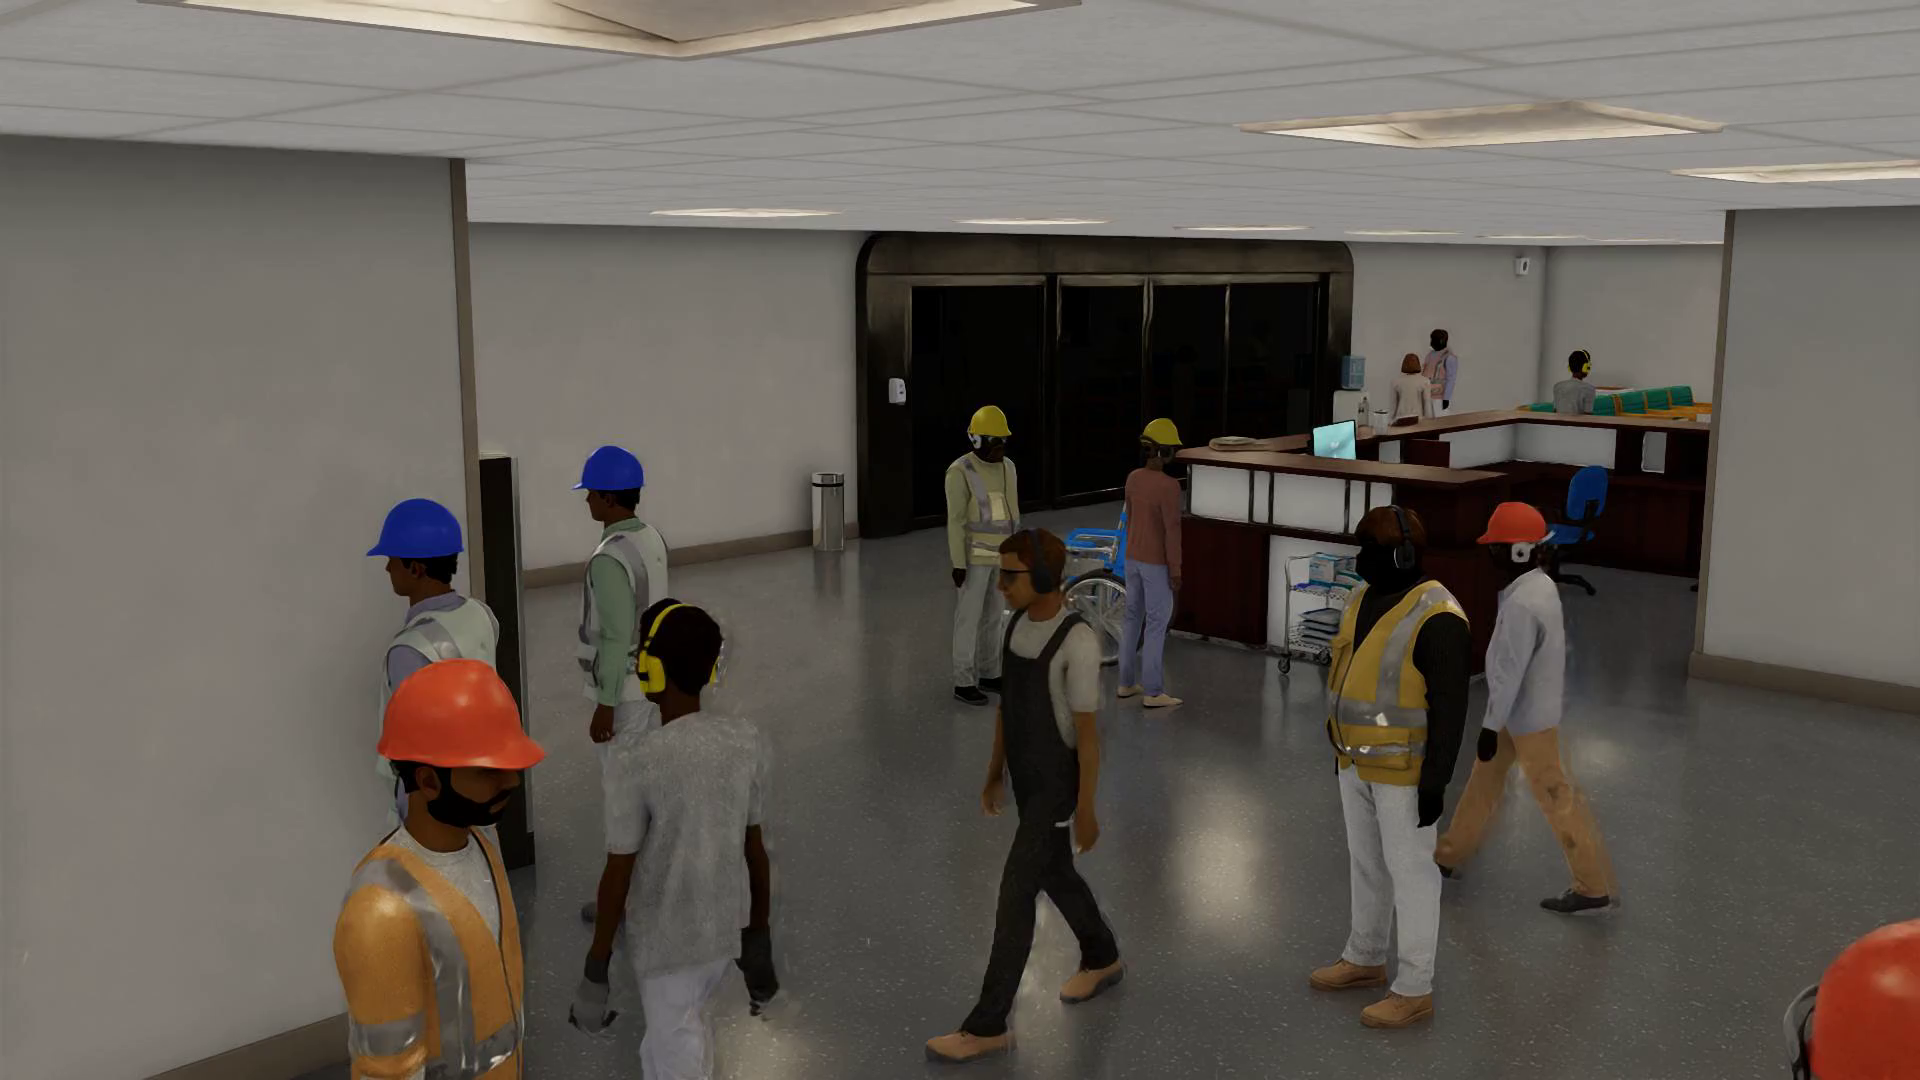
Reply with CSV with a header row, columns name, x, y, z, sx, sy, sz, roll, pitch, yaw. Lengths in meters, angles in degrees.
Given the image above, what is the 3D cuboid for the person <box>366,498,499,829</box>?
name,x,y,z,sx,sy,sz,roll,pitch,yaw
person,-1.643,0.834,5.275,0.384,1.949,0.604,0,9,2

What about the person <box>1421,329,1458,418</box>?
name,x,y,z,sx,sy,sz,roll,pitch,yaw
person,6.517,-1.962,22.755,0.429,1.844,0.626,-3,10,-18

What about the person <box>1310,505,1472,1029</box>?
name,x,y,z,sx,sy,sz,roll,pitch,yaw
person,1.508,0.789,5.886,0.429,1.841,0.634,-3,10,-19

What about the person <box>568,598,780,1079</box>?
name,x,y,z,sx,sy,sz,roll,pitch,yaw
person,-0.665,1.063,4.236,0.914,1.836,0.519,6,11,32

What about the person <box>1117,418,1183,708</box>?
name,x,y,z,sx,sy,sz,roll,pitch,yaw
person,1.192,0.135,10.160,0.349,1.758,0.521,-5,11,-28

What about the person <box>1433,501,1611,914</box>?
name,x,y,z,sx,sy,sz,roll,pitch,yaw
person,2.311,0.688,6.929,0.924,1.699,0.585,4,10,22

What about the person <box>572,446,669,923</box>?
name,x,y,z,sx,sy,sz,roll,pitch,yaw
person,-1.370,0.584,6.805,0.388,1.947,0.615,1,9,6

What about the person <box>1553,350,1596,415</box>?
name,x,y,z,sx,sy,sz,roll,pitch,yaw
person,6.093,-0.957,16.556,0.329,1.861,0.506,-5,11,-30

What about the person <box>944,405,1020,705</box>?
name,x,y,z,sx,sy,sz,roll,pitch,yaw
person,0.164,0.085,10.226,0.404,1.829,0.600,8,12,39

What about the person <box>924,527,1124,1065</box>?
name,x,y,z,sx,sy,sz,roll,pitch,yaw
person,0.272,0.838,5.770,0.929,1.786,0.533,-5,10,-28

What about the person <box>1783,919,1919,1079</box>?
name,x,y,z,sx,sy,sz,roll,pitch,yaw
person,0.994,1.370,1.845,0.609,1.996,0.383,-6,11,-33

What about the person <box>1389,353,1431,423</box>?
name,x,y,z,sx,sy,sz,roll,pitch,yaw
person,5.486,-1.459,20.294,0.497,1.636,0.285,4,10,22

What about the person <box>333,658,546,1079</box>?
name,x,y,z,sx,sy,sz,roll,pitch,yaw
person,-0.976,1.174,3.263,0.391,1.928,0.547,1,9,4
